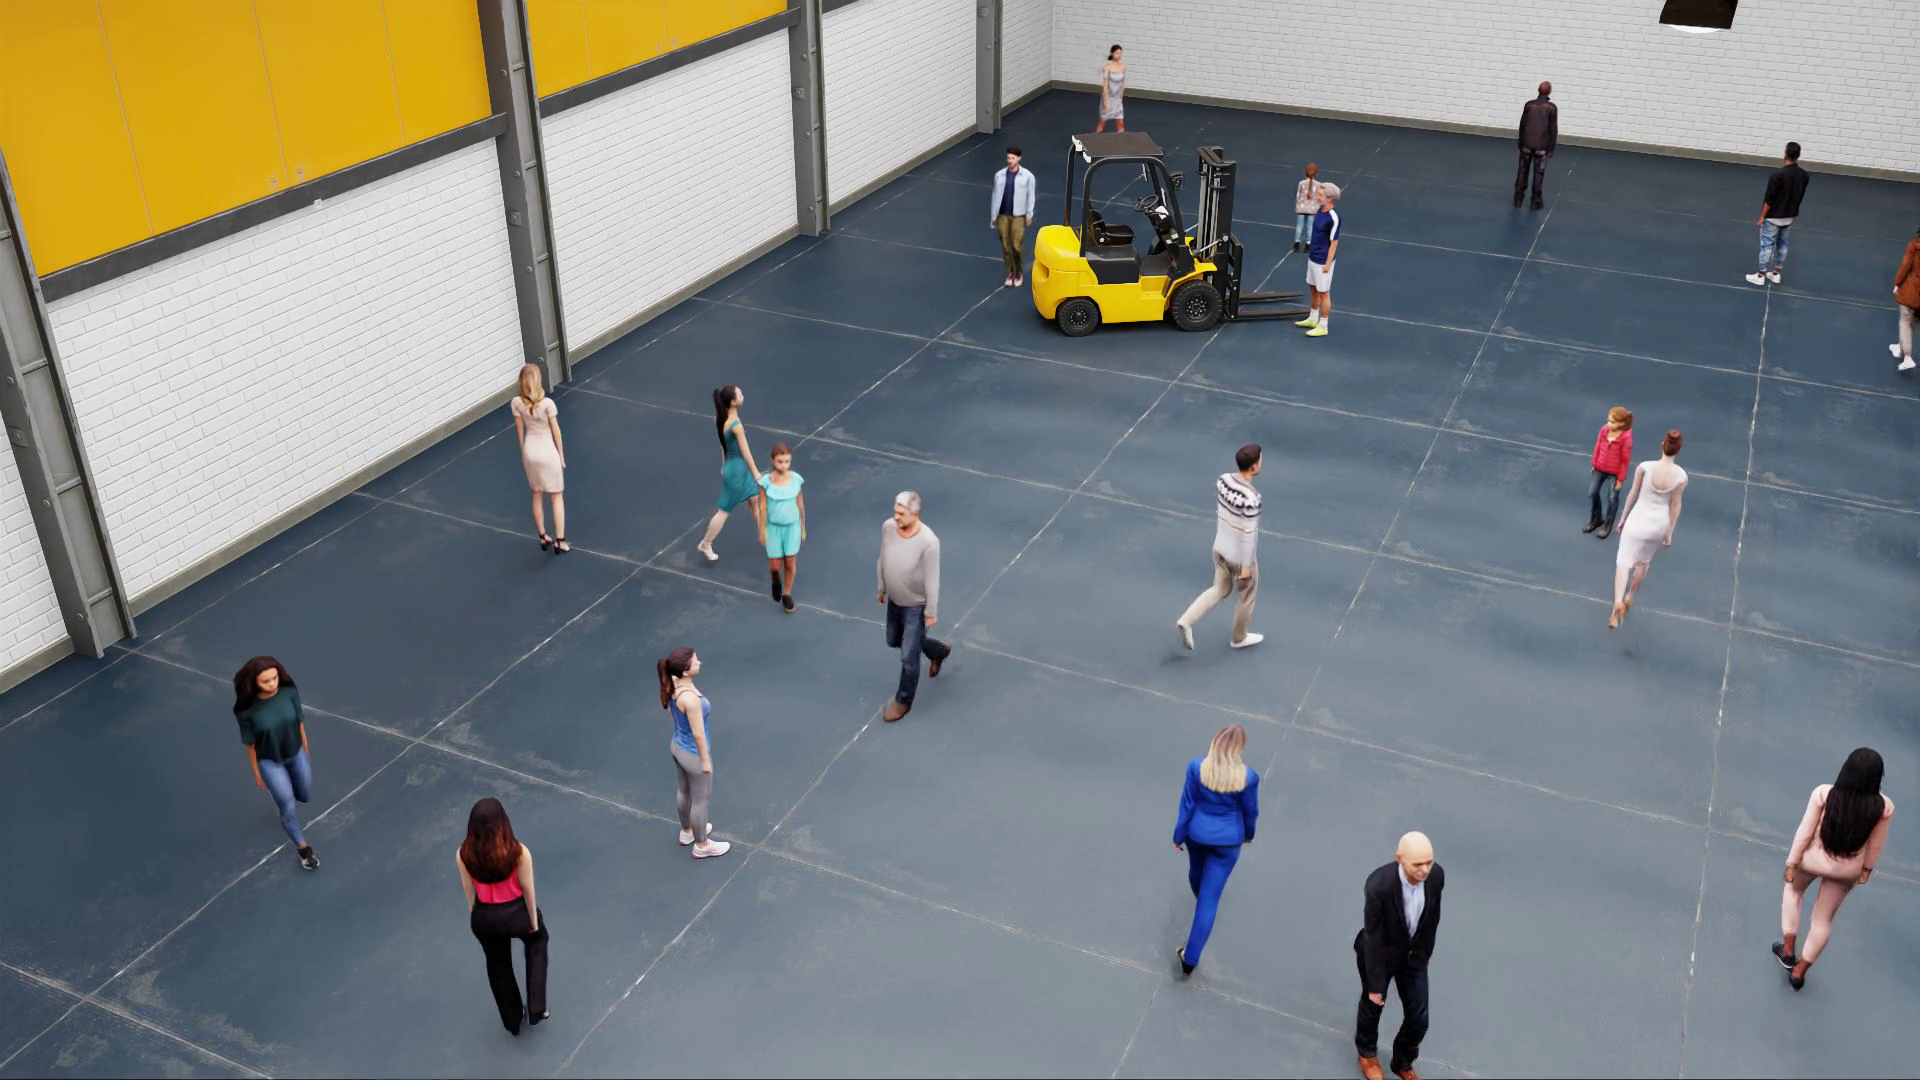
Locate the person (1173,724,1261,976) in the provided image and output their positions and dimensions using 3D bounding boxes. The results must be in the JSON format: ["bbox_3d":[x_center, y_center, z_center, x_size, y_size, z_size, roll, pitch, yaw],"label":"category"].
[{"bbox_3d":[1.541,1.923,10.187,0.749,1.643,1.194,8,30,14],"label":"person"}]

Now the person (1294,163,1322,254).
[{"bbox_3d":[4.669,-4.472,22.379,0.506,1.194,0.512,6,29,11],"label":"person"}]

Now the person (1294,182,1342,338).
[{"bbox_3d":[4.268,-3.320,19.596,0.782,1.839,0.696,-6,29,-11],"label":"person"}]

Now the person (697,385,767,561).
[{"bbox_3d":[-2.057,-0.544,14.711,1.059,1.642,0.991,-11,30,-19],"label":"person"}]

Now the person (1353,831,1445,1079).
[{"bbox_3d":[2.397,2.292,9.362,0.834,1.786,0.886,-6,29,-11],"label":"person"}]

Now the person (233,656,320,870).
[{"bbox_3d":[-4.575,1.435,11.130,0.910,1.597,0.843,-24,37,-37],"label":"person"}]

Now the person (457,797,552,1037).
[{"bbox_3d":[-2.638,2.232,9.614,0.708,1.651,0.758,-3,29,-5],"label":"person"}]

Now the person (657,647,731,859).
[{"bbox_3d":[-1.803,1.412,11.158,0.687,1.610,0.656,-17,33,-29],"label":"person"}]

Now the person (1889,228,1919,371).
[{"bbox_3d":[10.757,-2.761,18.605,0.938,1.804,1.211,3,29,6],"label":"person"}]

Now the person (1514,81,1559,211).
[{"bbox_3d":[8.298,-5.701,23.973,0.736,1.825,0.646,18,33,29],"label":"person"}]

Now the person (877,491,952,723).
[{"bbox_3d":[-0.343,0.437,12.654,0.954,1.890,1.151,25,37,37],"label":"person"}]

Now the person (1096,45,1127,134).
[{"bbox_3d":[2.317,-6.874,26.172,1.101,1.779,1.099,-13,31,-22],"label":"person"}]

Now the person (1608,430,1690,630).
[{"bbox_3d":[5.617,-0.030,13.640,0.648,1.765,0.990,7,29,13],"label":"person"}]

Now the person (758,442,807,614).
[{"bbox_3d":[-1.513,-0.137,14.062,0.703,1.550,0.759,-7,29,-12],"label":"person"}]

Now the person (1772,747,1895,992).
[{"bbox_3d":[5.203,2.015,9.952,0.675,1.707,0.650,10,30,17],"label":"person"}]

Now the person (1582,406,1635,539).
[{"bbox_3d":[5.998,-0.646,15.249,0.634,1.306,0.616,-24,37,-37],"label":"person"}]

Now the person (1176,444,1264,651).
[{"bbox_3d":[2.133,0.114,13.313,1.121,1.826,1.025,-13,31,-22],"label":"person"}]

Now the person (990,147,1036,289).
[{"bbox_3d":[0.675,-4.105,21.077,0.697,1.797,0.651,9,30,17],"label":"person"}]

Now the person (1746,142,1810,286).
[{"bbox_3d":[10.433,-4.141,21.139,0.786,1.802,0.810,-5,29,-10],"label":"person"}]

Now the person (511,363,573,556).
[{"bbox_3d":[-3.737,-0.720,14.836,0.621,1.831,0.595,5,29,9],"label":"person"}]
